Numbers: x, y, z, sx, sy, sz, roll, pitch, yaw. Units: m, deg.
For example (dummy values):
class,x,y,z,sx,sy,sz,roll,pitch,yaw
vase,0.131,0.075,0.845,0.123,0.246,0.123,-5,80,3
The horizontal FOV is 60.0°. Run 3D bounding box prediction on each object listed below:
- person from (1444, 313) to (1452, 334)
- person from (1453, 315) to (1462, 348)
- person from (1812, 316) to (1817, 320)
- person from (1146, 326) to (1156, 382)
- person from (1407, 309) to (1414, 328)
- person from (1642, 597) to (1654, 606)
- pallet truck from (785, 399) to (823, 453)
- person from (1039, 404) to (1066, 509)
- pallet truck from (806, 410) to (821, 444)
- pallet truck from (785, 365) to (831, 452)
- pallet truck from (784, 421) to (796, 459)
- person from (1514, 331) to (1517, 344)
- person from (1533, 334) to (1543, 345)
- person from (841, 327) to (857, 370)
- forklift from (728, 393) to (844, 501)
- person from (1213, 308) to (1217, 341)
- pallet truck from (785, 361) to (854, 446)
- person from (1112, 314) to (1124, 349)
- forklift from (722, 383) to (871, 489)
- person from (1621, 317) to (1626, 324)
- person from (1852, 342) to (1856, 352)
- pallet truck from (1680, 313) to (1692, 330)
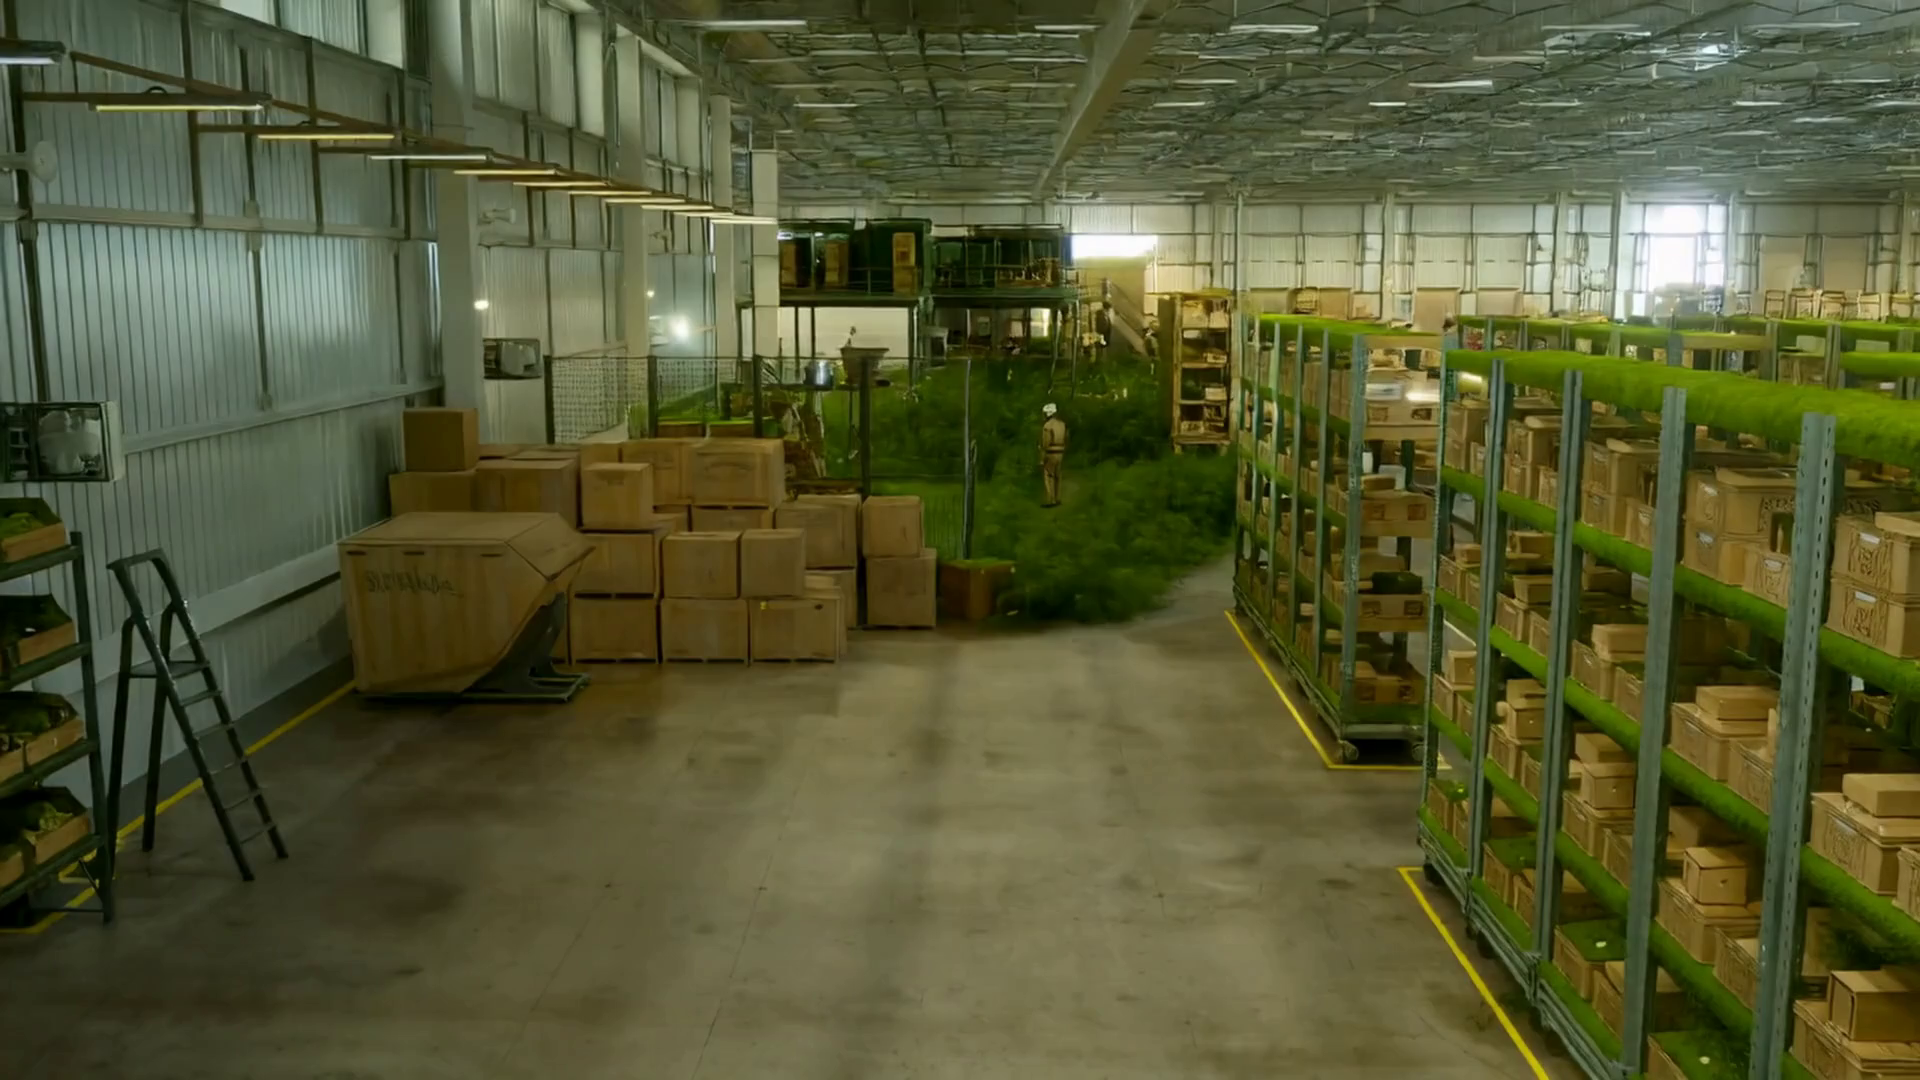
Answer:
class,x,y,z,sx,sy,sz,roll,pitch,yaw
person,25.136,-10.754,85.817,0.425,1.938,0.603,-2,10,-15
person,25.853,-10.758,86.223,0.590,1.812,0.671,7,11,36
person,42.266,-10.161,82.368,1.065,1.872,0.646,0,9,3
person,7.069,-6.876,61.557,0.397,2.043,0.609,1,9,7
person,25.609,-12.189,94.724,0.398,1.918,0.587,7,12,38
person,5.510,1.088,13.182,0.720,1.808,0.569,2,9,12
pallet truck,-3.814,-2.432,36.419,1.630,1.274,0.653,0,9,1
person,1.571,-1.441,28.713,0.403,1.822,0.588,7,12,37
pallet truck,-3.559,-2.018,33.905,1.522,1.261,0.704,0,9,-1
pallet truck,-3.774,-2.976,37.635,1.885,1.965,0.823,1,9,5
pallet truck,-4.013,-1.793,32.705,1.601,1.201,0.680,0,9,1
person,24.975,-8.785,74.307,0.539,1.725,0.888,0,9,-2
person,24.126,-8.181,69.756,0.612,1.995,0.382,0,9,1
person,-4.360,-7.619,66.736,0.908,1.853,0.575,1,9,6
forklift,-2.979,-1.316,26.476,2.680,1.987,1.157,0,9,1
person,15.100,-12.582,97.187,0.746,1.916,0.542,2,9,14
pallet truck,-3.410,-3.193,38.978,1.885,1.965,0.823,0,9,-1
person,8.221,-10.944,87.312,0.640,1.816,0.815,-4,10,-21
forklift,-2.893,-1.687,28.729,2.680,1.987,1.157,0,9,-1
person,30.967,-9.436,77.734,0.586,1.918,0.397,5,10,26
person,32.240,-6.617,60.291,0.377,1.932,0.552,6,11,32
pallet truck,36.315,-10.531,84.244,0.823,1.965,1.885,-6,11,-33
